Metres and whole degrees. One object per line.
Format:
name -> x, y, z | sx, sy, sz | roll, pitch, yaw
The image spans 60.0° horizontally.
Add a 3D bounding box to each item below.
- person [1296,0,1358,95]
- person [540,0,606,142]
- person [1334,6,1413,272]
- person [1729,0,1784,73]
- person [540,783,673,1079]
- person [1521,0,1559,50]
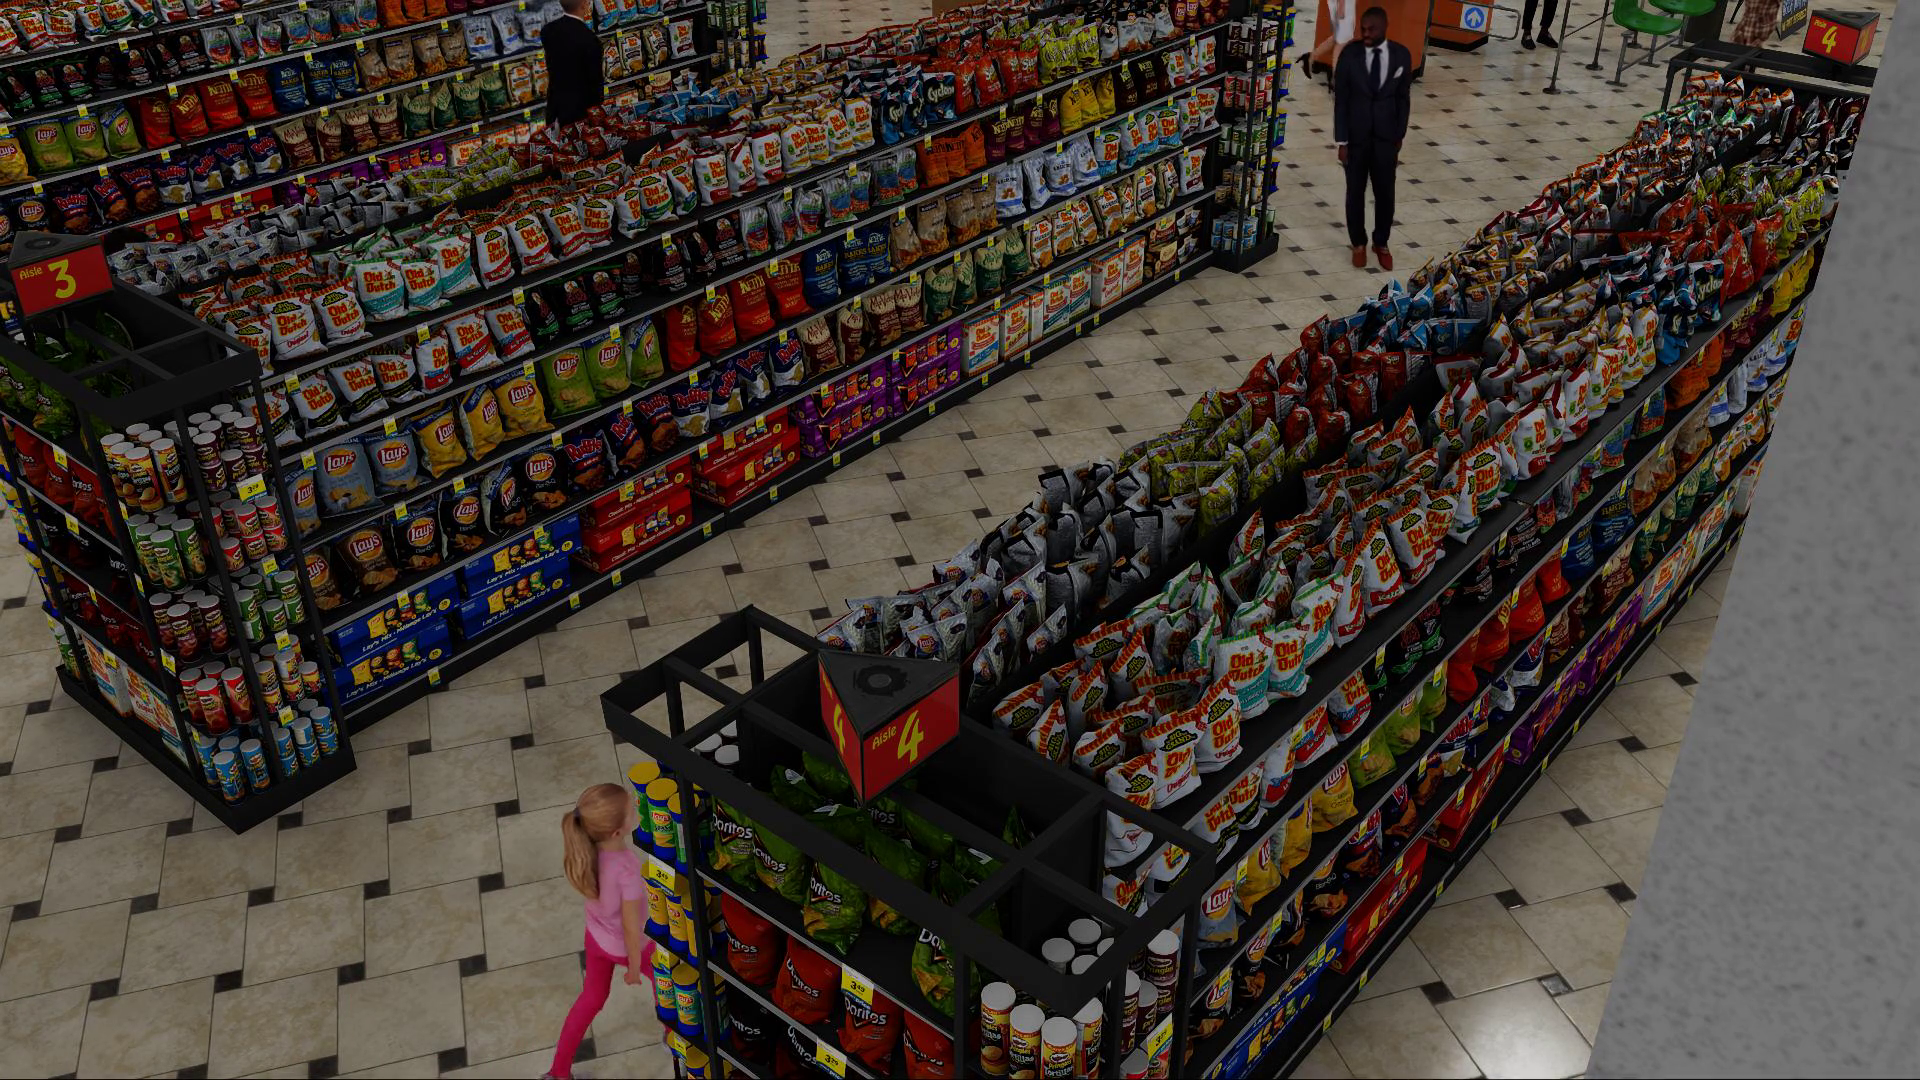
person -> 3.358, -4.854, 14.903 | 0.774, 1.734, 0.787 | 12, 34, 19
person -> -2.780, -2.952, 11.690 | 0.904, 1.898, 1.323 | 15, 35, 23
person -> 2.807, -2.799, 11.540 | 0.817, 1.798, 0.828 | 2, 32, 3
person -> 6.363, -3.989, 13.456 | 0.641, 1.793, 0.486 | 21, 38, 30
person -> -1.170, 1.322, 5.431 | 0.492, 1.252, 0.913 | 25, 40, 34
person -> 5.820, -5.772, 16.296 | 0.710, 1.820, 0.812 | -8, 33, -12
